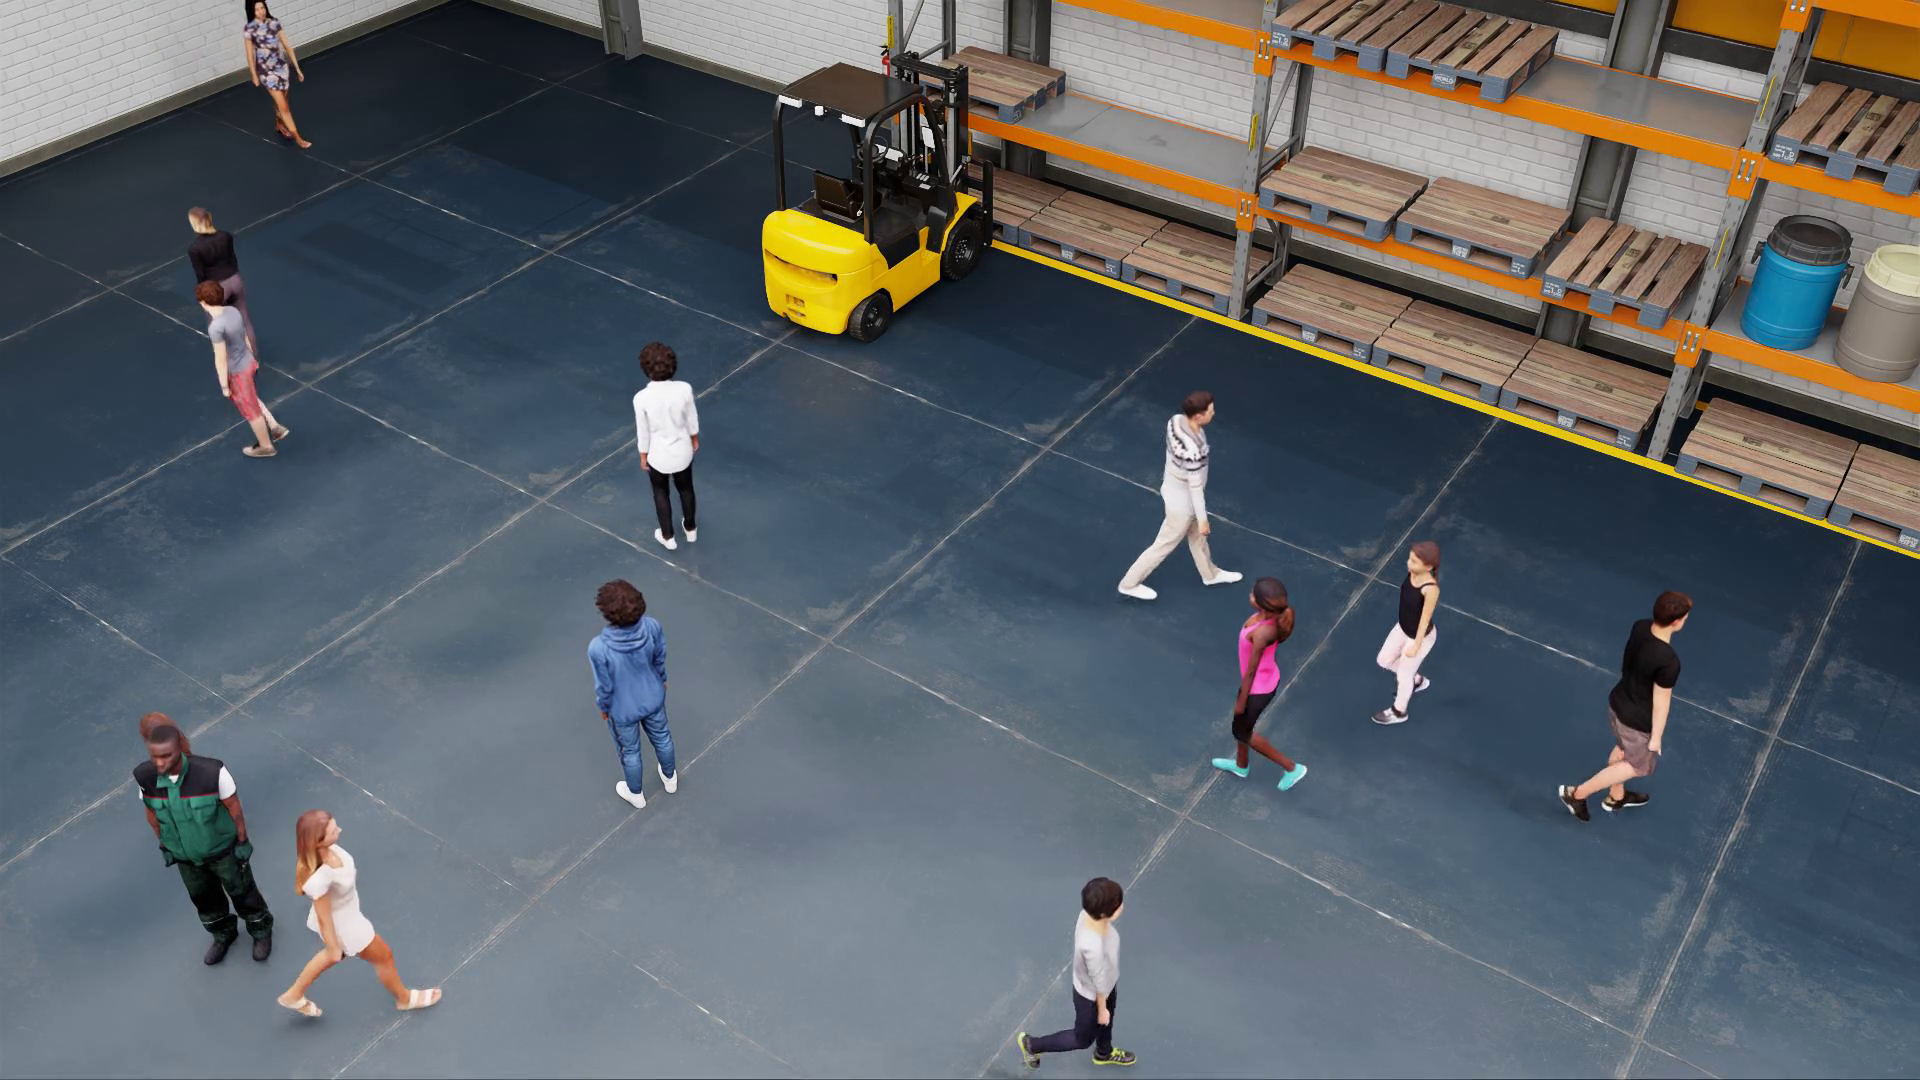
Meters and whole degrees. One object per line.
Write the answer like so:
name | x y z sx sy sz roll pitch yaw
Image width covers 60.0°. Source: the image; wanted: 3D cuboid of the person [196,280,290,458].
person | -5.835 -1.379 13.680 0.827 1.635 0.763 3 39 4

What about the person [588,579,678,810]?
person | -2.076 0.978 10.586 0.746 1.814 0.706 -24 44 -27

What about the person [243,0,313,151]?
person | -7.635 -5.193 18.412 1.133 1.690 0.671 27 46 30

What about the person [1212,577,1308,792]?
person | 1.993 0.969 10.681 0.910 1.709 0.665 15 41 18

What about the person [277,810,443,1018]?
person | -3.543 2.133 9.265 1.099 1.658 1.097 -10 40 -12

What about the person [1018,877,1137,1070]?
person | 0.661 2.405 9.020 0.980 1.538 0.806 4 39 5

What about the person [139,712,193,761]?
person | -4.882 1.527 10.490 0.827 1.076 0.685 4 39 4

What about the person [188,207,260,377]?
person | -6.394 -2.138 14.607 0.609 1.665 0.592 24 44 27

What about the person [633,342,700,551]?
person | -2.204 -0.699 12.690 0.752 1.809 0.768 -16 41 -19

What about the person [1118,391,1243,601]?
person | 1.542 -0.282 12.168 1.313 1.809 1.186 -2 39 -3

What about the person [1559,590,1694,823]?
person | 4.193 1.060 10.457 1.078 1.847 1.010 -2 39 -3

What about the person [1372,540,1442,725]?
person | 3.127 0.620 11.241 0.778 1.556 0.724 -8 39 -10

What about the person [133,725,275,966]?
person | -4.363 1.742 9.608 0.766 1.840 0.844 -3 39 -4
